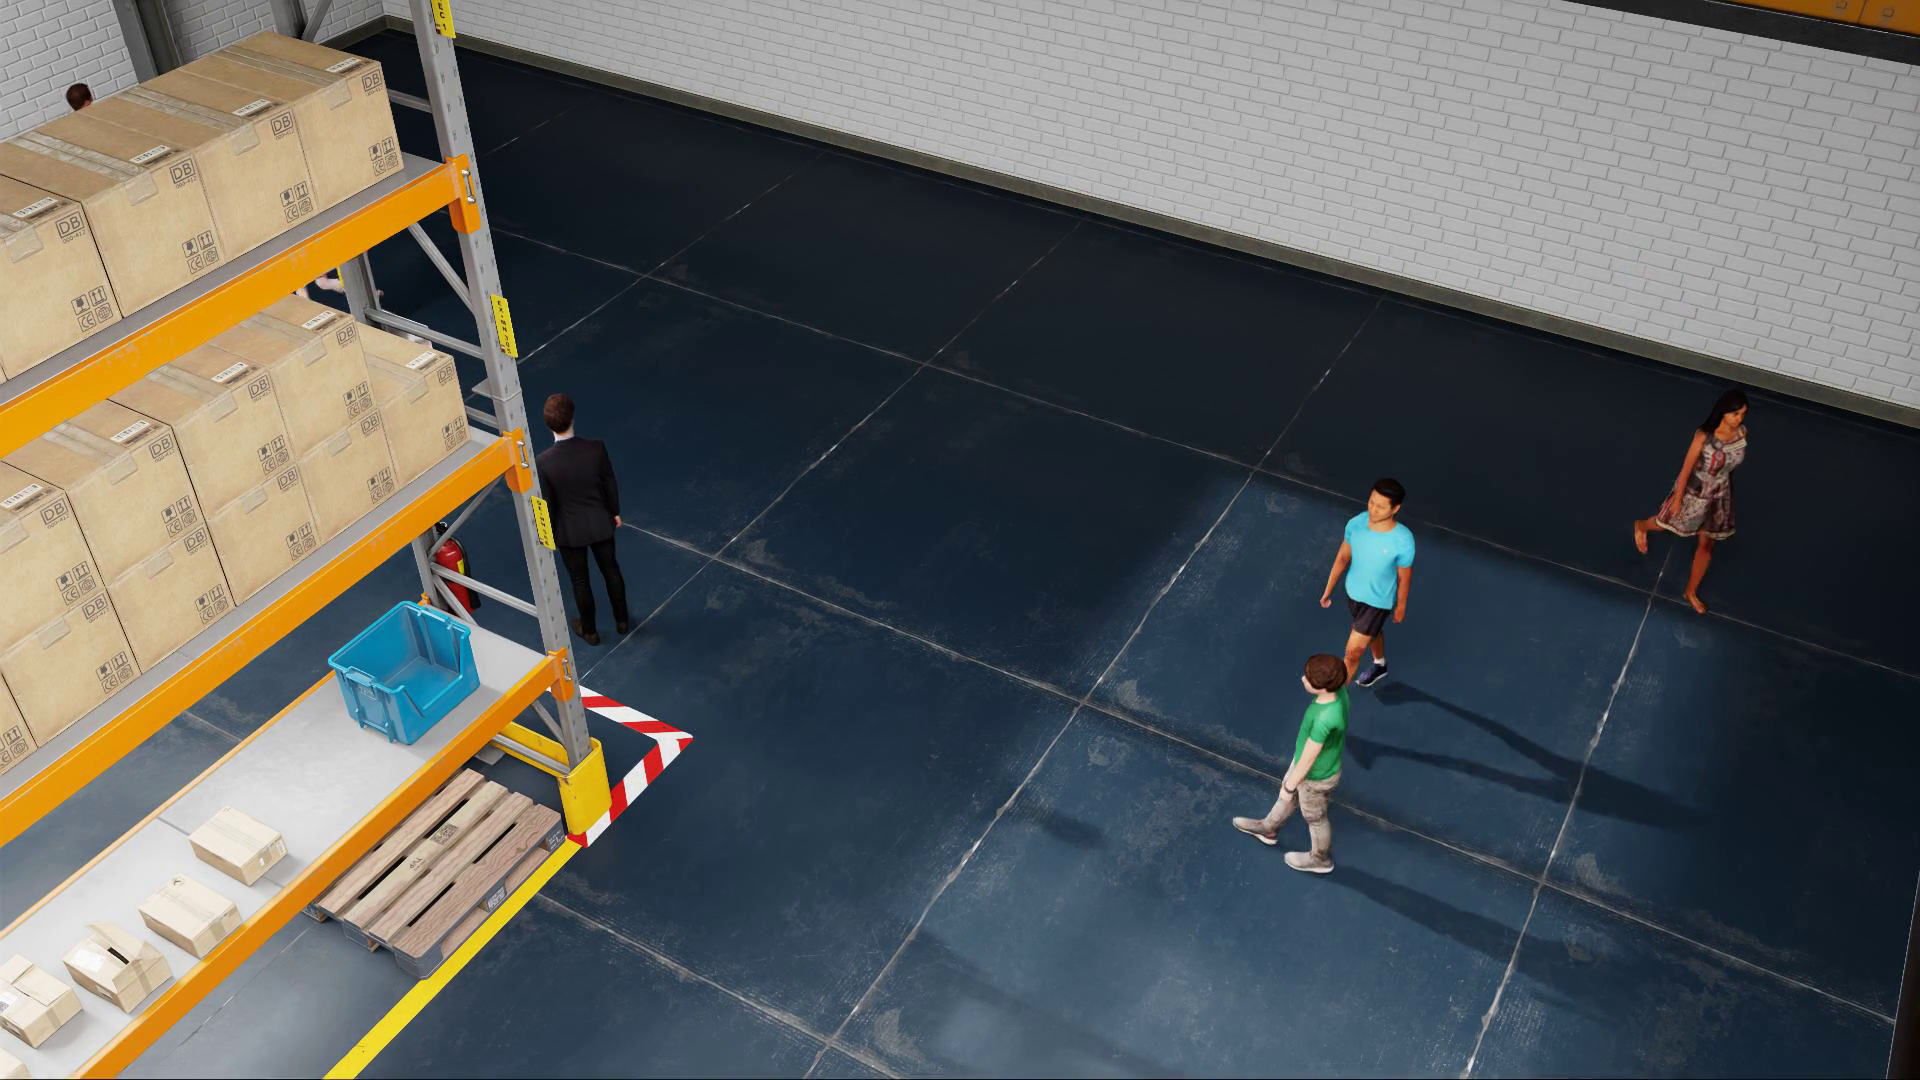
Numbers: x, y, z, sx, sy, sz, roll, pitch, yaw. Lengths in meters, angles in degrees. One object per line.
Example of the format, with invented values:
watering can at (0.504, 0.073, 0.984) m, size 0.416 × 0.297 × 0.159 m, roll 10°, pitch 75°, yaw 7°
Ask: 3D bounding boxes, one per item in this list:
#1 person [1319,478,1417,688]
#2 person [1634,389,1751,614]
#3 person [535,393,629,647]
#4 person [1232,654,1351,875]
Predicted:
person at (2.626, 0.321, 10.445) m, size 1.210 × 1.726 × 0.889 m, roll -29°, pitch 47°, yaw -31°
person at (5.029, -0.362, 11.389) m, size 1.070 × 1.615 × 1.151 m, roll -8°, pitch 39°, yaw -10°
person at (-2.466, -0.114, 10.860) m, size 0.722 × 1.887 × 0.844 m, roll -20°, pitch 43°, yaw -24°
person at (2.072, 1.282, 9.308) m, size 0.785 × 1.643 × 0.856 m, roll 13°, pitch 40°, yaw 15°
